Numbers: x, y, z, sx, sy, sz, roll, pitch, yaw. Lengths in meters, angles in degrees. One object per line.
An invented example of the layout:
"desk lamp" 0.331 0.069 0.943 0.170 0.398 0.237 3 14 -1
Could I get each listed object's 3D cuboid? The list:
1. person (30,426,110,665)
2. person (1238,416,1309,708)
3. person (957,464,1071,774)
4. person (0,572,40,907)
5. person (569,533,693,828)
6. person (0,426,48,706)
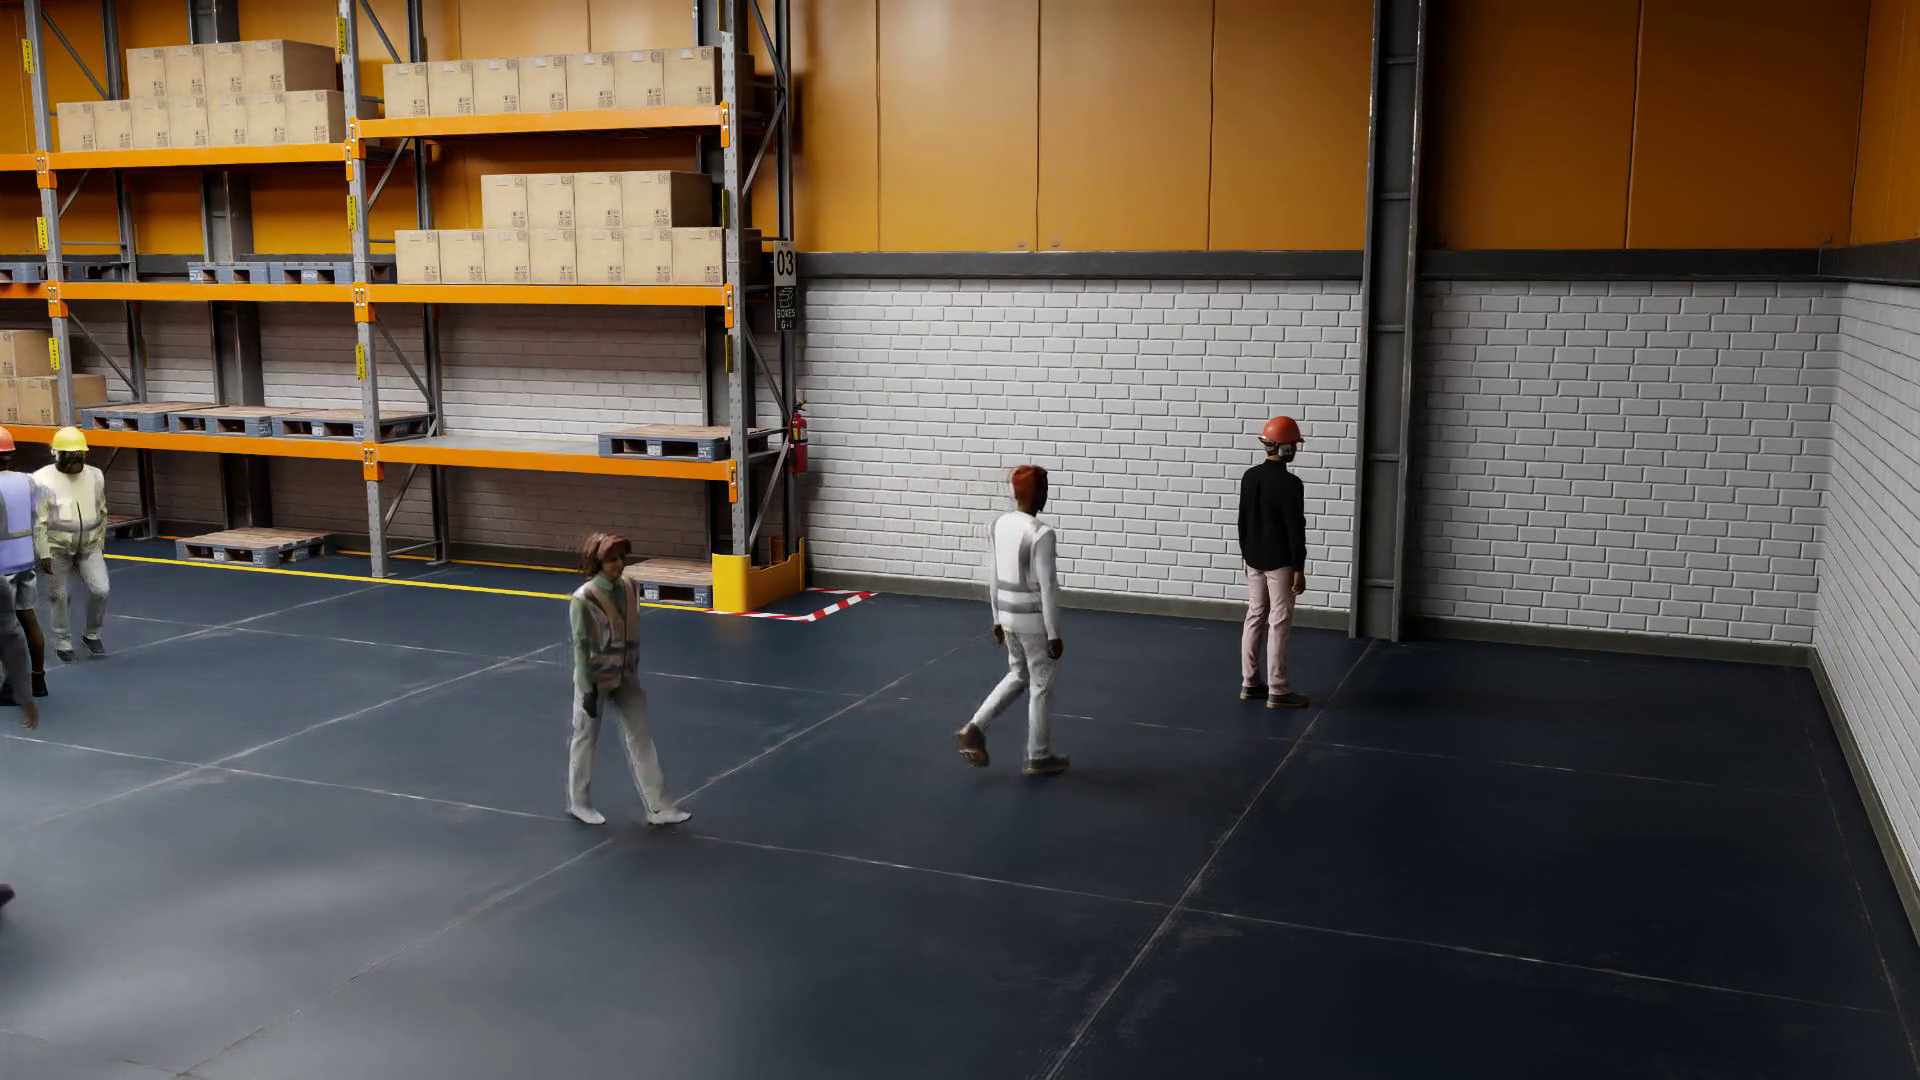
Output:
"person" -6.703 0.048 12.549 0.479 1.816 0.586 8 12 40
"person" 2.159 0.147 11.390 0.386 1.992 0.624 -5 11 -28
"person" 0.353 0.483 9.739 0.633 1.865 0.587 -6 11 -33
"person" -4.739 0.788 7.857 1.064 1.873 0.644 7 12 36
"person" -1.800 0.766 8.790 0.834 1.598 0.536 6 11 33
"person" -6.554 0.171 11.408 0.352 1.942 0.545 1 9 8
